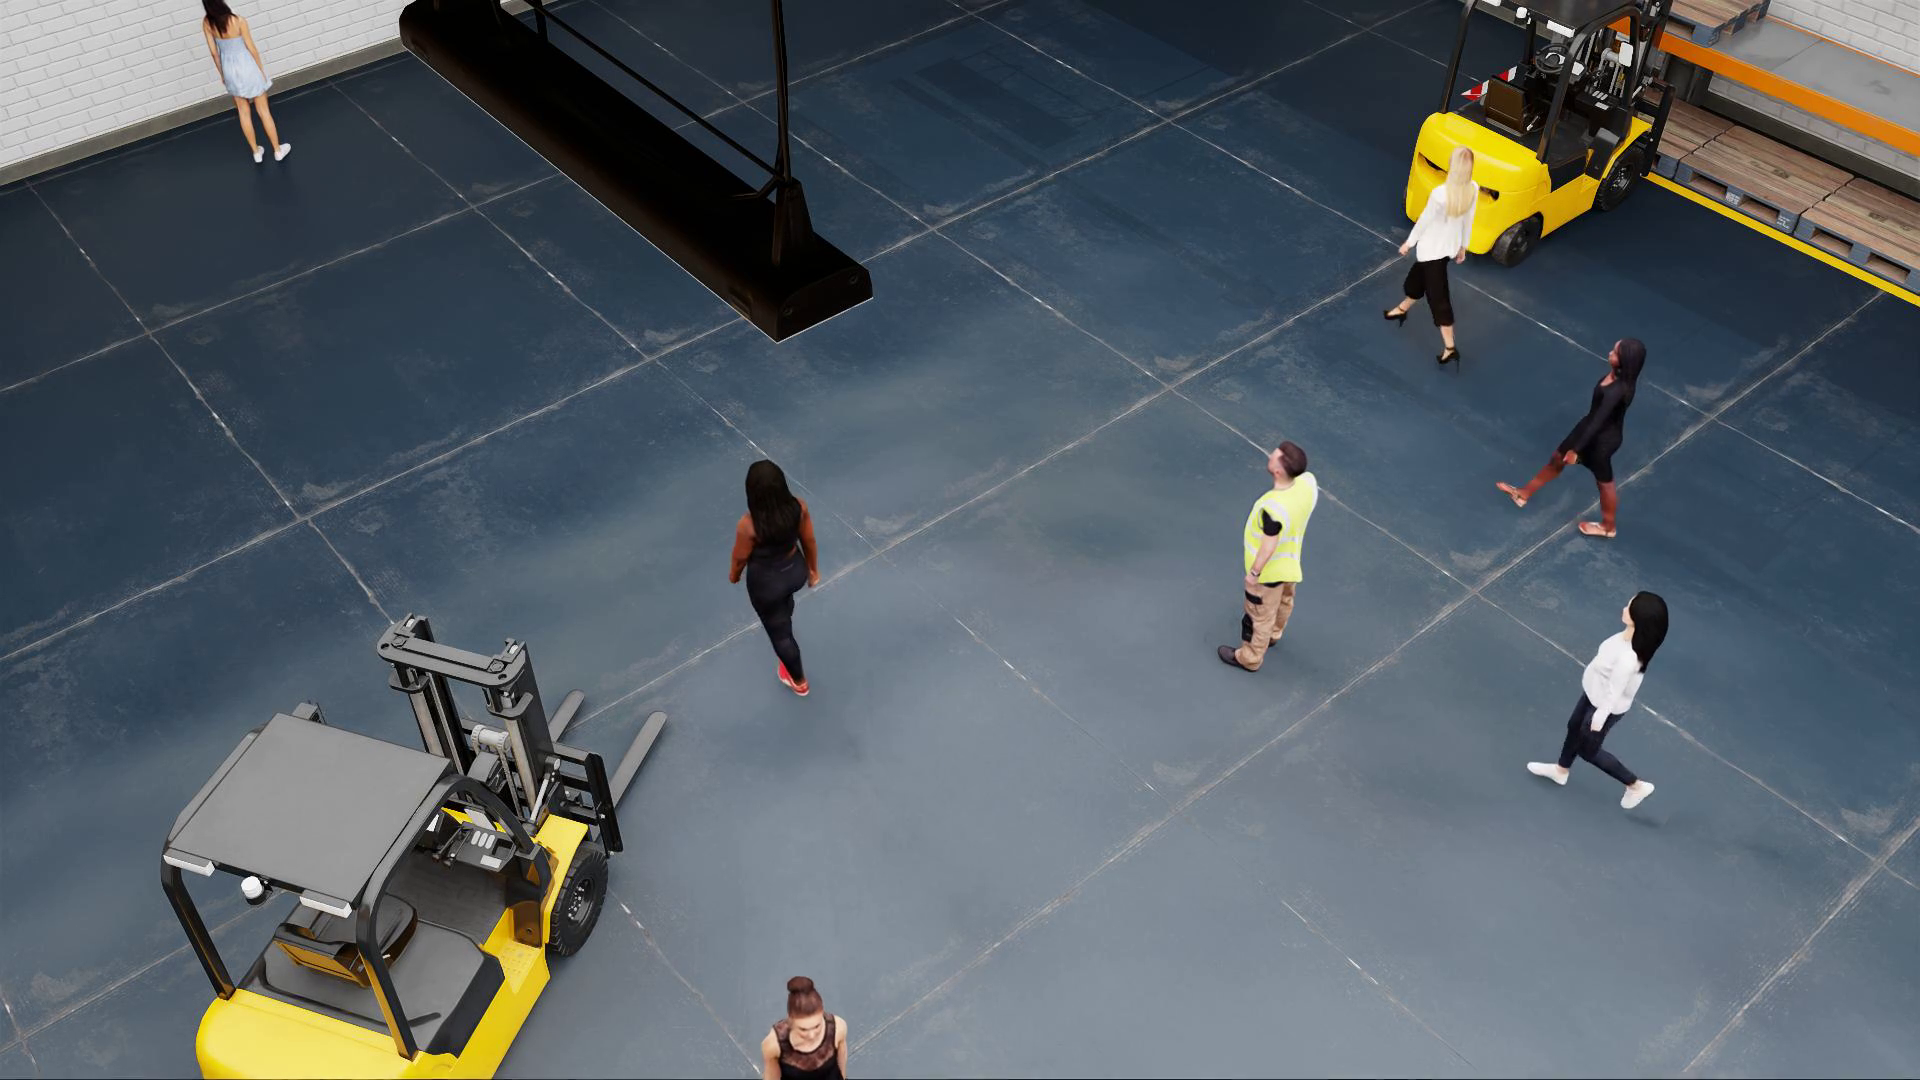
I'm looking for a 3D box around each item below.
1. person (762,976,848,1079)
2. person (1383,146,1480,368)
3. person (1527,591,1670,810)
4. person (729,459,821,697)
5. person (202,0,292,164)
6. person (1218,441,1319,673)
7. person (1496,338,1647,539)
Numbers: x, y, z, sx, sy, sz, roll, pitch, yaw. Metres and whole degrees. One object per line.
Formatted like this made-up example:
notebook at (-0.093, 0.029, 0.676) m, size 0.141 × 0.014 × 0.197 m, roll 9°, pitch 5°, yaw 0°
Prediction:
person at (-0.762, 2.603, 8.144) m, size 0.949 × 1.625 × 1.189 m, roll -7°, pitch 44°, yaw -7°
person at (3.793, -2.167, 13.015) m, size 0.695 × 1.813 × 1.161 m, roll -24°, pitch 49°, yaw -23°
person at (3.896, 0.976, 9.811) m, size 1.047 × 1.681 × 0.869 m, roll 18°, pitch 46°, yaw 18°
person at (-1.106, 0.298, 10.446) m, size 0.665 × 1.787 × 0.937 m, roll -29°, pitch 51°, yaw -27°
person at (-6.621, -4.299, 15.314) m, size 0.675 × 1.730 × 0.704 m, roll -3°, pitch 44°, yaw -3°
person at (1.994, 0.099, 10.612) m, size 0.763 × 1.846 × 0.744 m, roll 30°, pitch 51°, yaw 28°
person at (4.519, -0.661, 11.533) m, size 1.216 × 1.677 × 0.983 m, roll 16°, pitch 46°, yaw 16°
